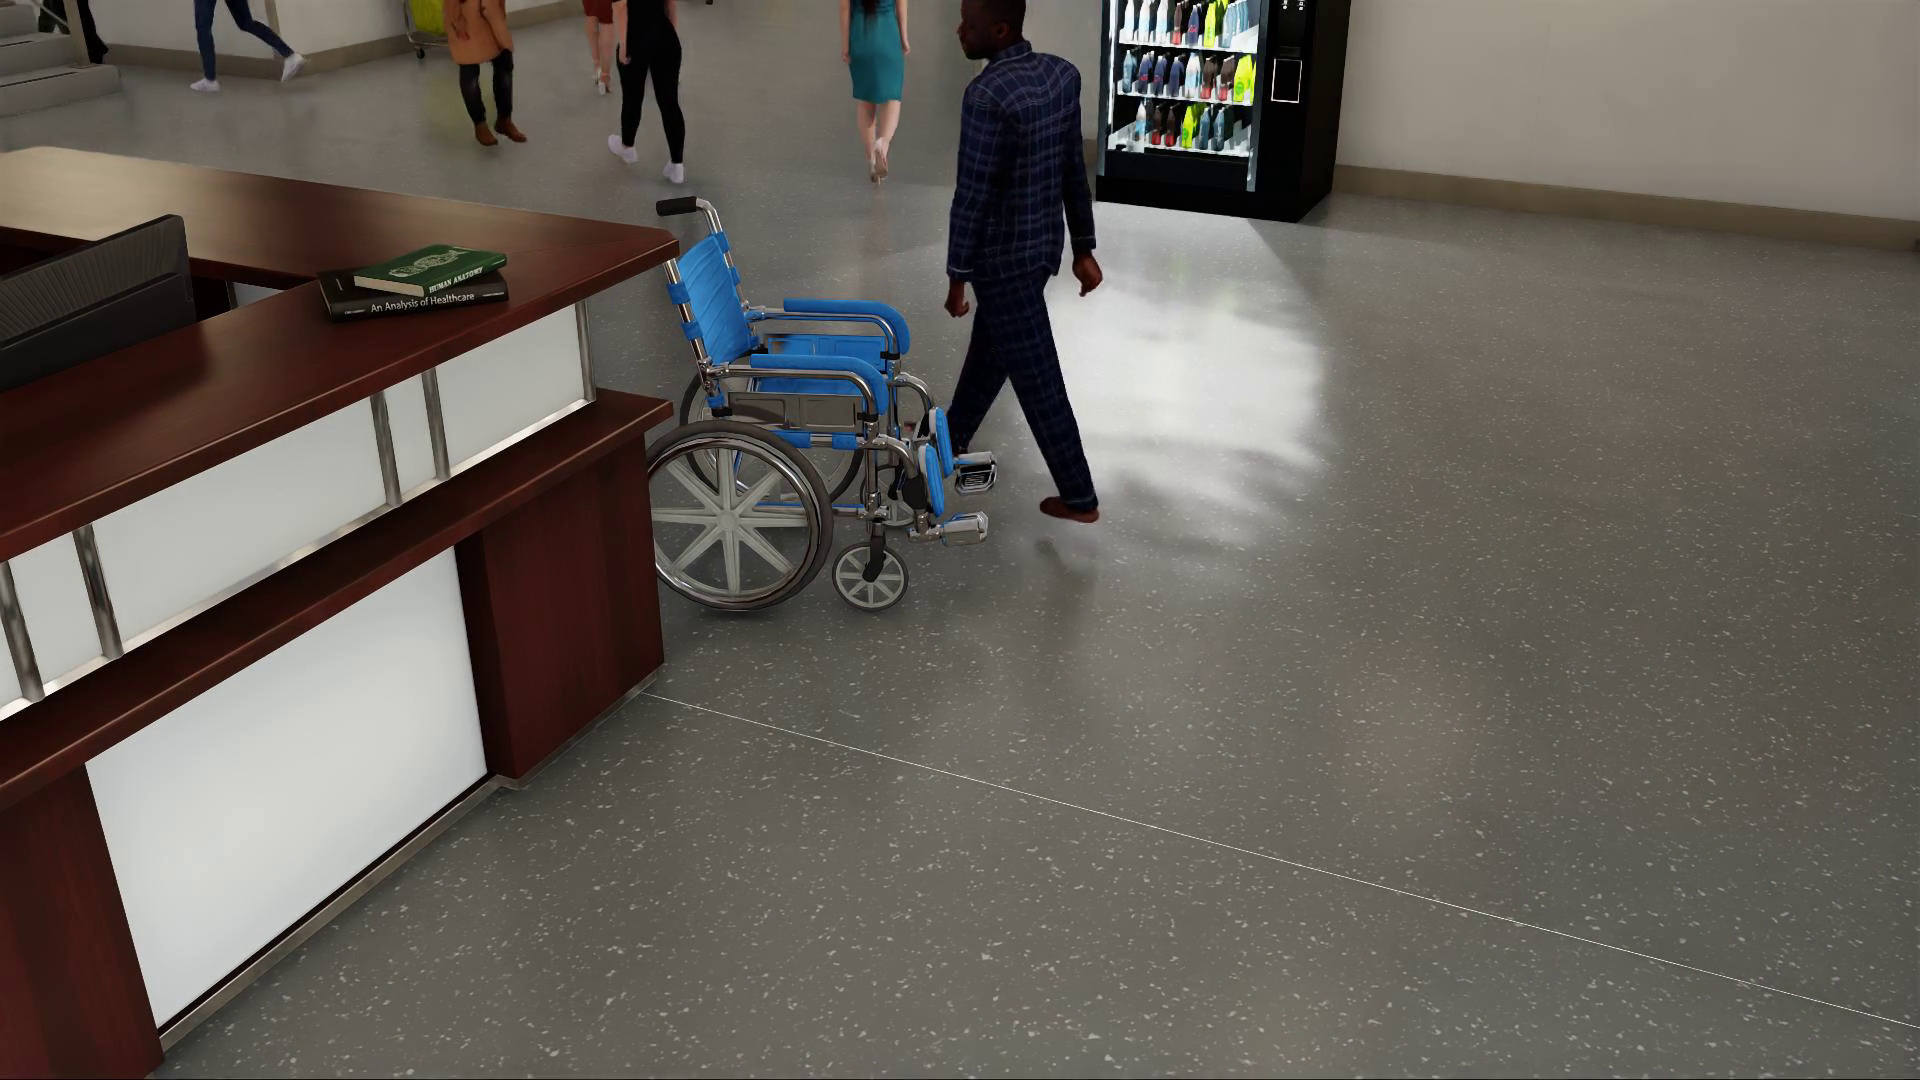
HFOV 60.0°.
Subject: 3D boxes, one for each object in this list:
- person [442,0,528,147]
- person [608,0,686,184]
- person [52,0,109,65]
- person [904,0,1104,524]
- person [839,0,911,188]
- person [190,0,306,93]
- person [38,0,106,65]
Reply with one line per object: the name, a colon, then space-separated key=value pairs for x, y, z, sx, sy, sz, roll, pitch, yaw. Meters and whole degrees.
person: x=-3.200 y=-3.429 z=10.777 sx=0.794 sy=1.709 sz=0.829 roll=-23 pitch=34 yaw=-39
person: x=-1.845 y=-2.931 z=9.933 sx=0.934 sy=1.586 sz=1.136 roll=-18 pitch=31 yaw=-32
person: x=-6.935 y=-4.528 z=13.010 sx=0.877 sy=1.791 sz=0.728 roll=18 pitch=31 yaw=32
person: x=0.245 y=-0.872 z=5.459 sx=1.251 sy=1.764 sz=0.938 roll=22 pitch=34 yaw=38
person: x=-0.496 y=-2.852 z=9.670 sx=0.842 sy=1.673 sz=0.808 roll=0 pitch=26 yaw=1
person: x=-5.472 y=-4.238 z=12.522 sx=1.116 sy=1.692 sz=0.787 roll=3 pitch=26 yaw=6
person: x=-7.376 y=-4.599 z=13.371 sx=1.144 sy=1.605 sz=0.616 roll=13 pitch=28 yaw=24
